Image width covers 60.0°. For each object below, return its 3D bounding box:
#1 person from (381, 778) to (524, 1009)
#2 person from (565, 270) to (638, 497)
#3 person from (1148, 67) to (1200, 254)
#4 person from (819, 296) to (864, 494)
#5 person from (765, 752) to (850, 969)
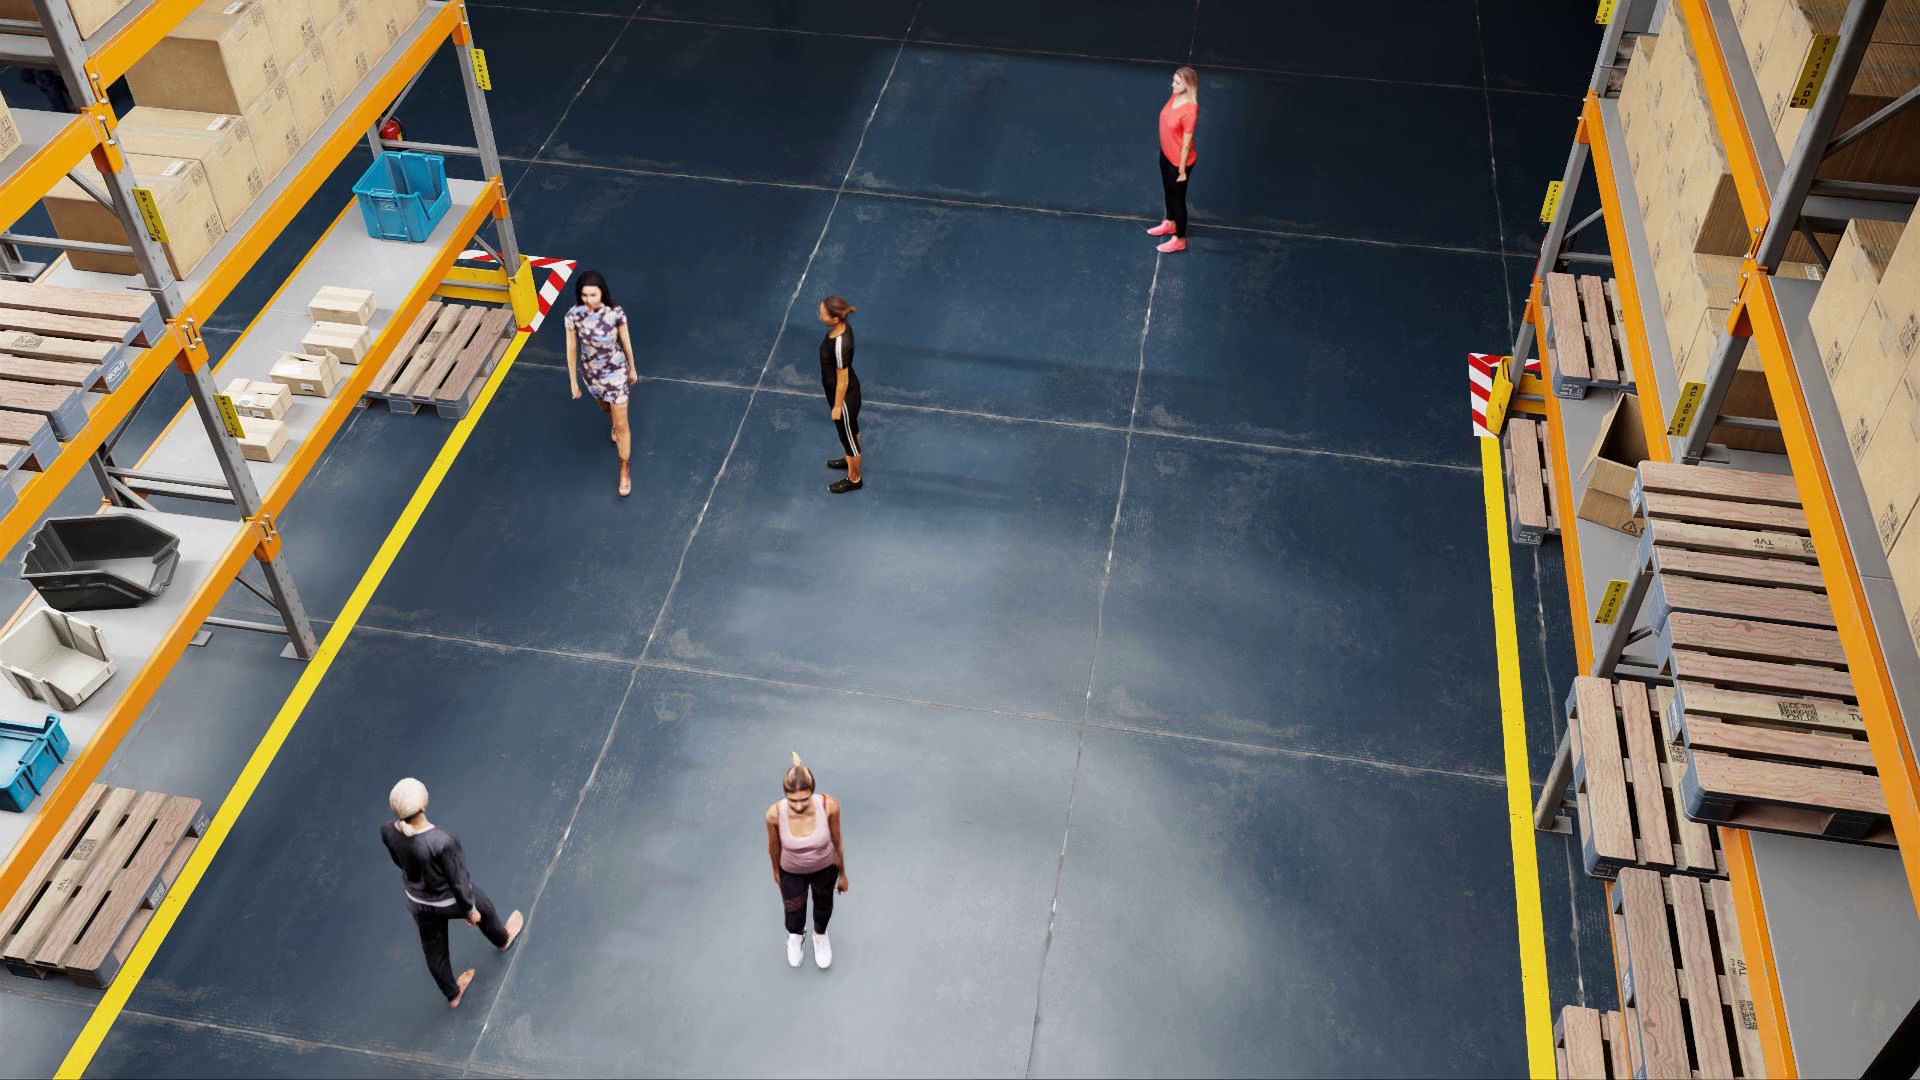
[{"bbox_3d":[-2.782,1.922,8.773,0.661,1.706,0.864,9,44,9],"label":"person"},{"bbox_3d":[-2.578,-1.251,12.114,0.844,1.692,1.196,-4,44,-4],"label":"person"},{"bbox_3d":[1.876,-3.268,14.232,0.724,1.692,0.605,-10,45,-10],"label":"person"},{"bbox_3d":[-0.837,-1.067,11.937,0.686,1.669,0.525,-3,44,-3],"label":"person"},{"bbox_3d":[-0.829,1.702,9.056,0.645,1.635,0.667,-8,44,-8],"label":"person"}]
